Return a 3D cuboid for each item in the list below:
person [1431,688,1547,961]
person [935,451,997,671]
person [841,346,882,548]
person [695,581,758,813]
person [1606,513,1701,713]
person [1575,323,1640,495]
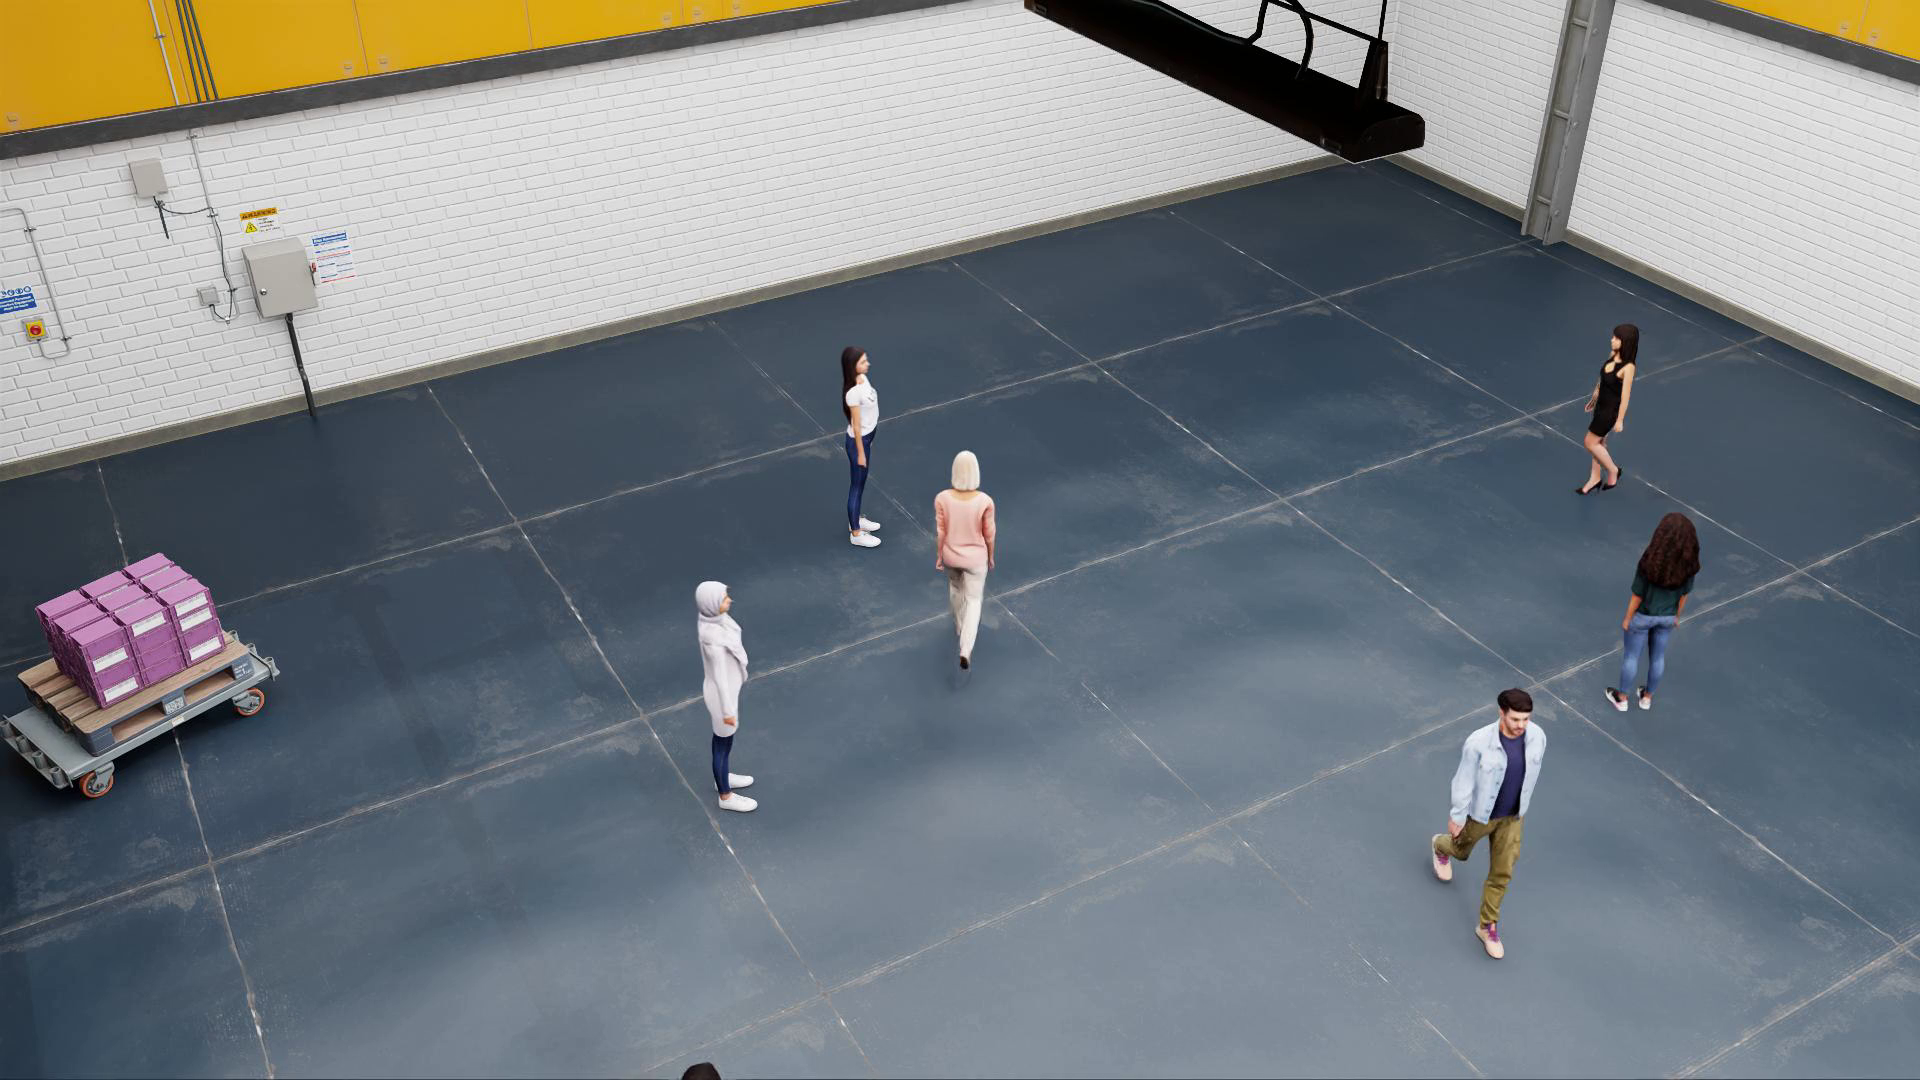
[{"bbox_3d":[3.182,1.597,10.088,0.993,1.778,1.266,-4,34,-6],"label":"person"},{"bbox_3d":[0.025,0.166,12.312,1.005,1.700,1.118,5,34,8],"label":"person"},{"bbox_3d":[-0.839,-0.780,13.668,0.729,1.774,0.624,1,34,2],"label":"person"},{"bbox_3d":[-1.574,1.016,10.965,0.745,1.775,0.604,-4,34,-5],"label":"person"},{"bbox_3d":[4.940,0.522,11.853,0.706,1.615,0.738,0,34,0],"label":"person"},{"bbox_3d":[5.641,-1.098,14.271,0.772,1.637,0.716,1,34,1],"label":"person"}]
